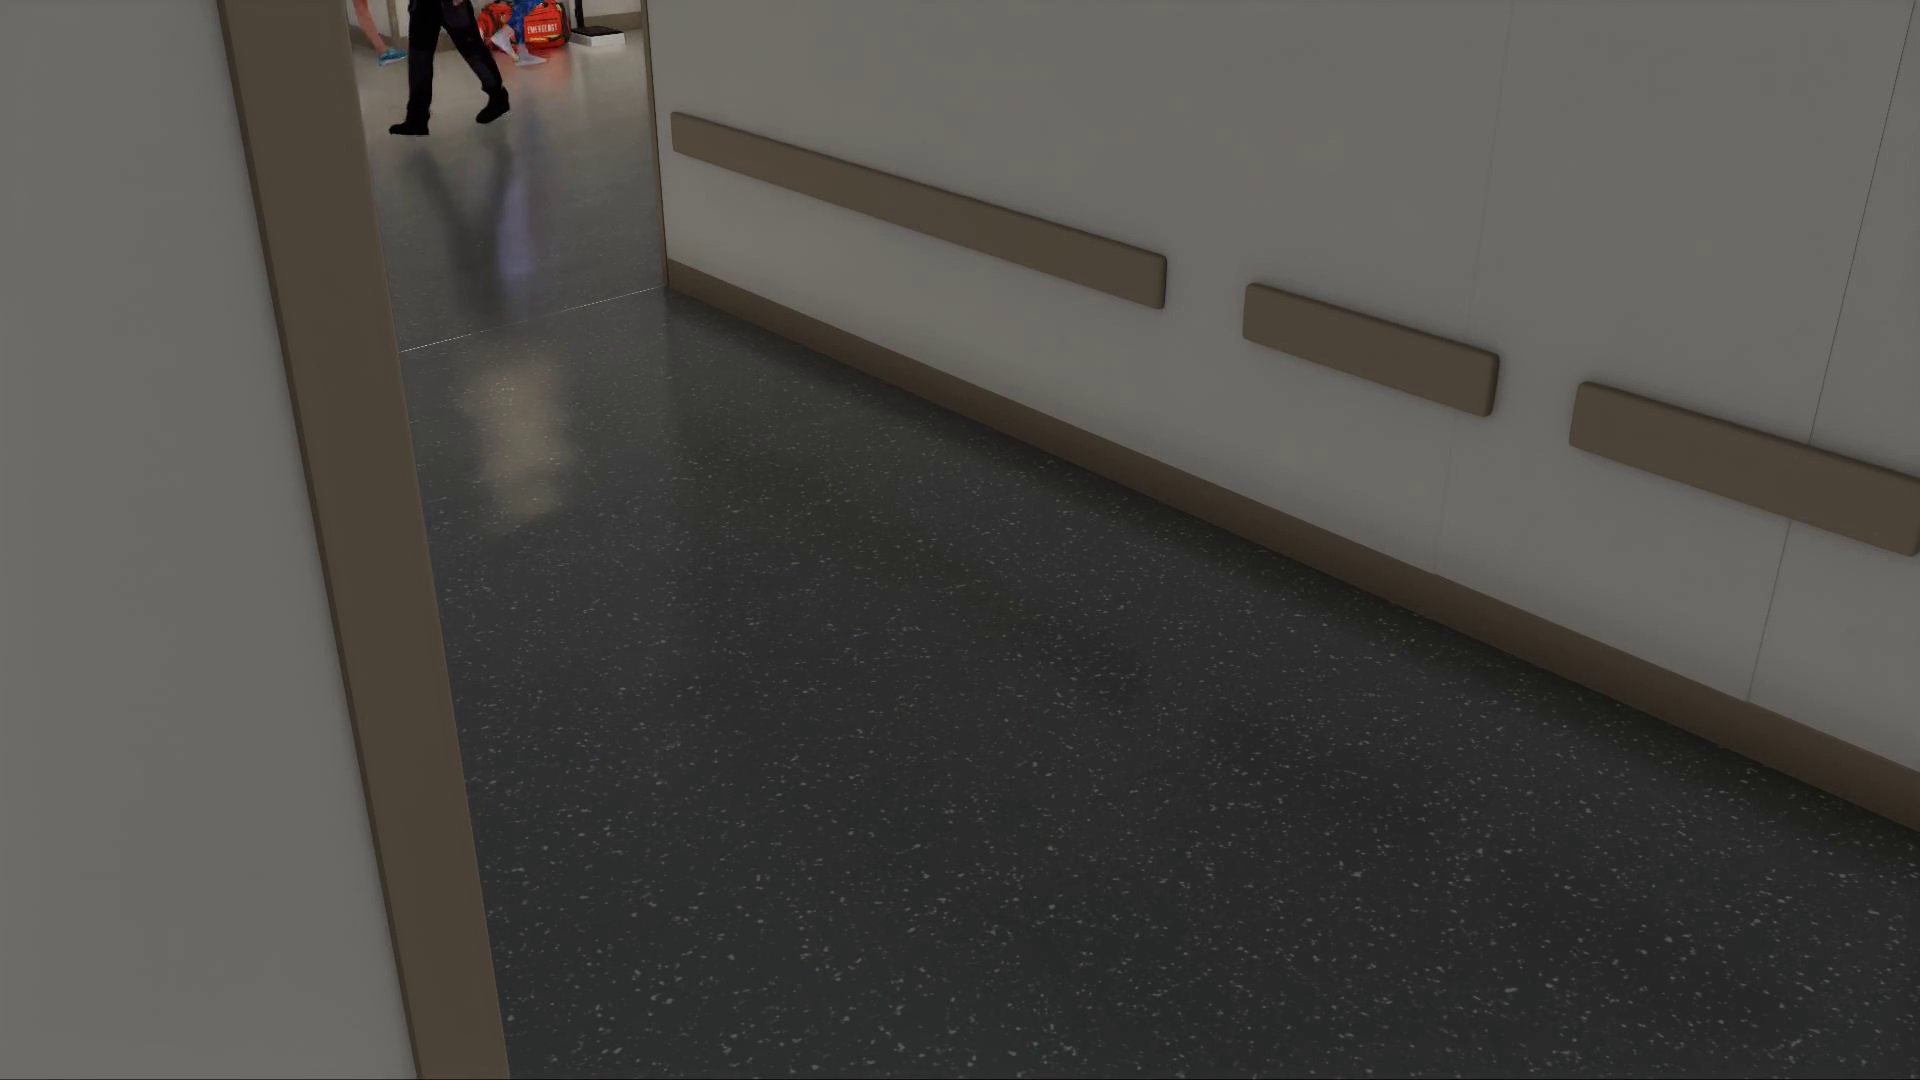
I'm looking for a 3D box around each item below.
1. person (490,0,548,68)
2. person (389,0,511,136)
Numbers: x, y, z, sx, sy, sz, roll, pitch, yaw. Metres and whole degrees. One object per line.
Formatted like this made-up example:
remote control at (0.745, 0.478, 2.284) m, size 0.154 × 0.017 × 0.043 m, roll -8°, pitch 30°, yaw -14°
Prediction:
person at (-3.696, -4.734, 13.494) m, size 0.710 × 1.776 × 0.589 m, roll -18°, pitch 31°, yaw -32°
person at (-3.446, -3.689, 11.222) m, size 1.015 × 1.866 × 1.333 m, roll 13°, pitch 29°, yaw 26°
